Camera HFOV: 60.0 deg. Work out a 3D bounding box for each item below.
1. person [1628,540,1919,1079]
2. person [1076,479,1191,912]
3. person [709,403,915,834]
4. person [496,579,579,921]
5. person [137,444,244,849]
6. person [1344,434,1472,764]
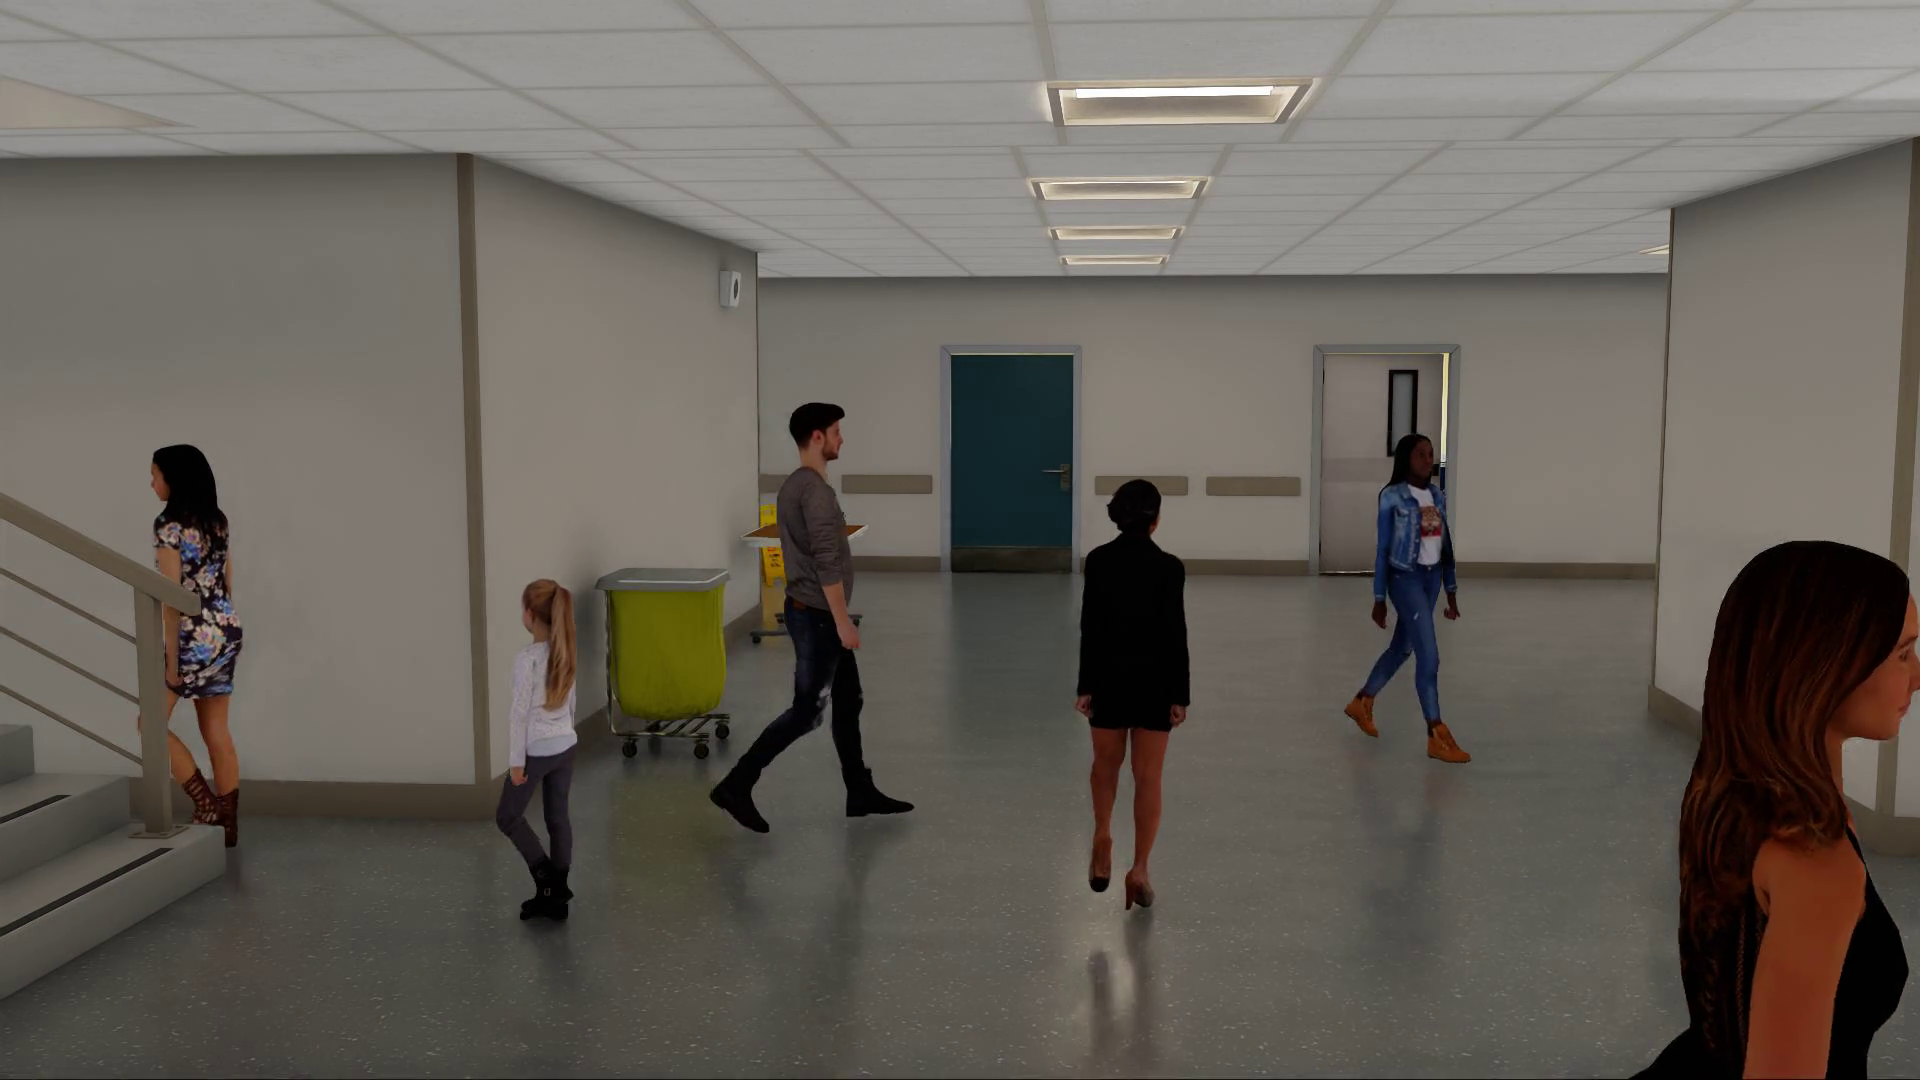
[{"bbox_3d":[0.870,0.935,2.082,1.175,1.777,0.628,0,6,0],"label":"person"},{"bbox_3d":[0.623,0.597,6.177,0.693,1.631,0.729,2,6,19],"label":"person"},{"bbox_3d":[-0.696,0.362,7.298,1.216,1.874,0.868,-1,6,-9],"label":"person"},{"bbox_3d":[-1.483,0.782,6.116,0.631,1.274,0.596,3,7,28],"label":"person"},{"bbox_3d":[-3.144,0.466,7.019,0.653,1.724,0.677,1,6,14],"label":"person"},{"bbox_3d":[2.346,0.306,8.865,1.180,1.671,1.128,-3,7,-30],"label":"person"}]
